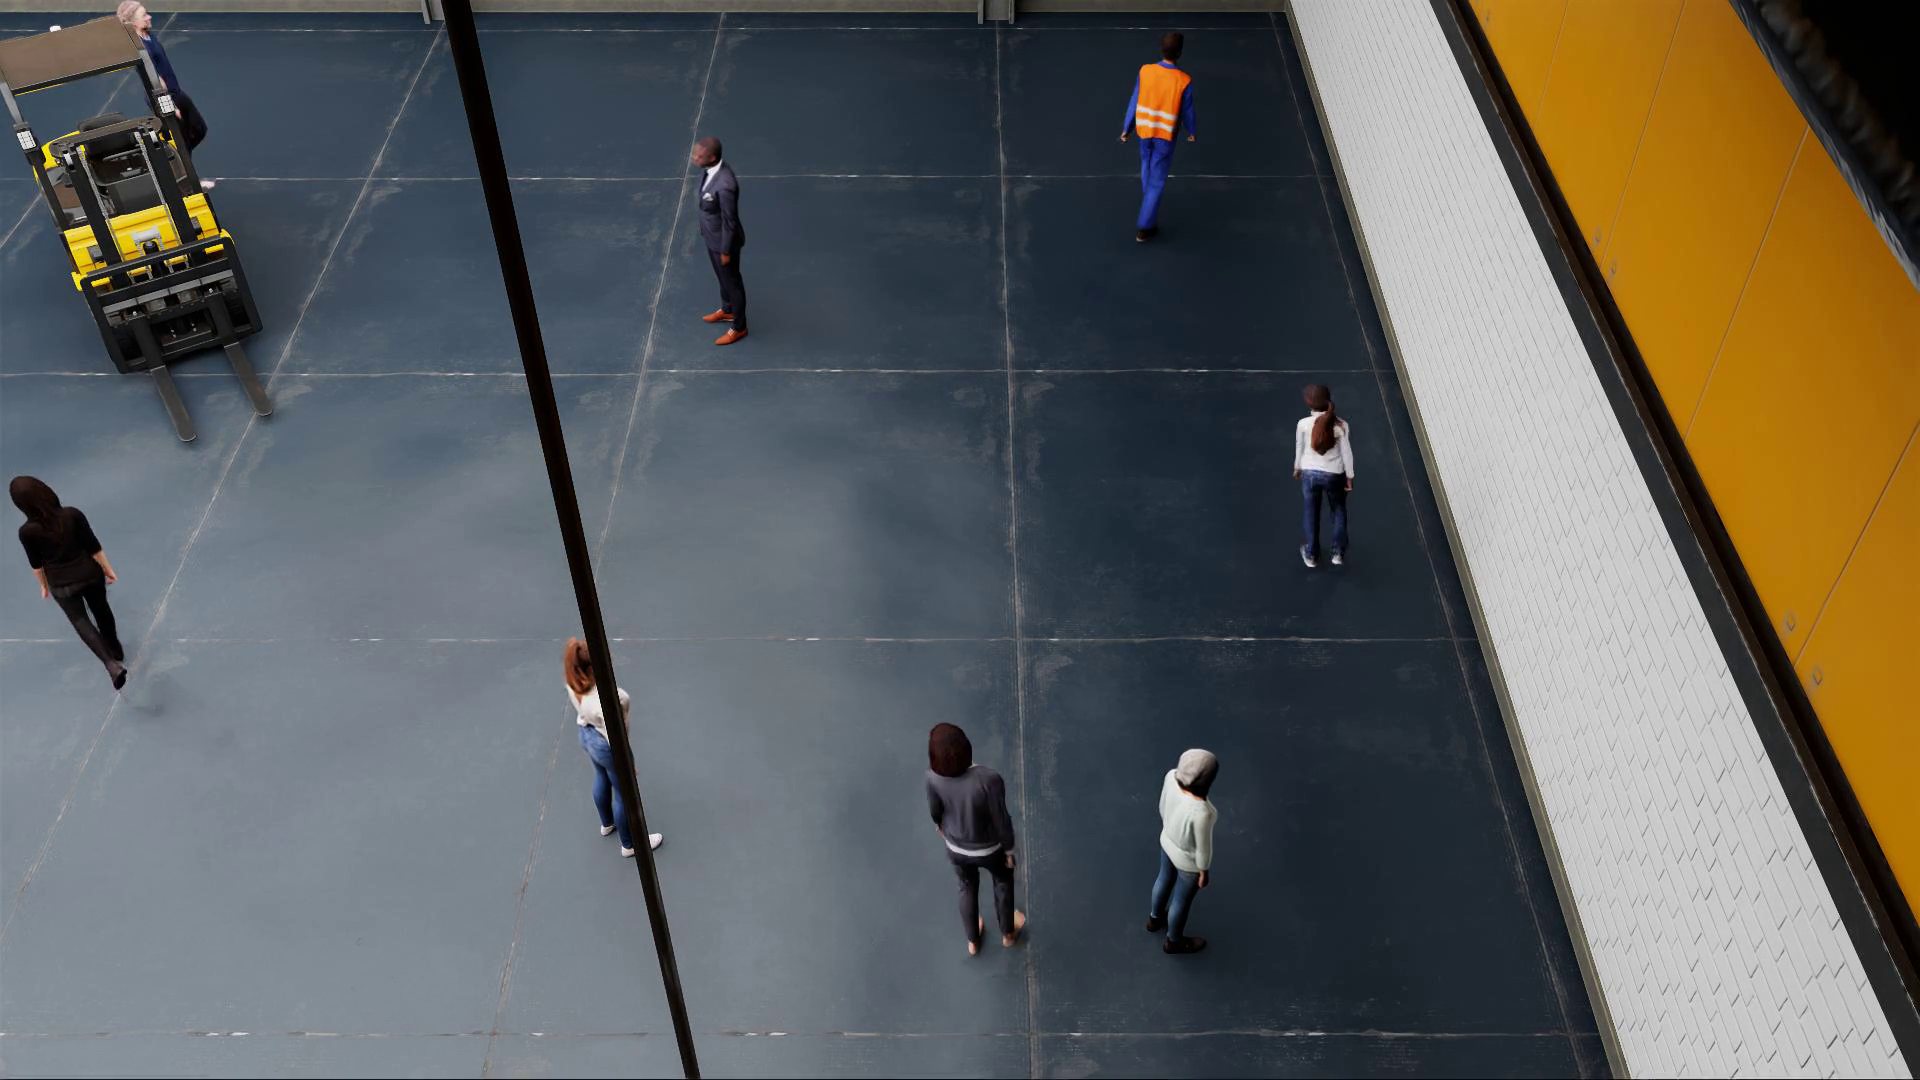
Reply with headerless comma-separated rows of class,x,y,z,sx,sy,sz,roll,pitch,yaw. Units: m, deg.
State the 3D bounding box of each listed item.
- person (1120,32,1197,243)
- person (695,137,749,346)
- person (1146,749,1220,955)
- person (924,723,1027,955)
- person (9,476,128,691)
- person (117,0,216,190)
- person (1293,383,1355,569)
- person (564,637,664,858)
person,1.678,-3.466,14.465,1.133,1.828,1.104,20,47,20
person,-1.917,-2.442,13.392,0.743,1.826,0.772,-15,46,-15
person,1.241,1.698,9.178,0.620,1.644,0.640,-18,46,-18
person,0.090,1.694,9.124,0.606,1.725,0.837,19,47,19
person,-5.637,0.292,10.674,0.930,1.616,0.954,-30,51,-28
person,-7.228,-3.948,14.951,0.778,1.856,0.740,-9,44,-10
person,2.507,-0.421,11.492,0.566,1.519,0.751,16,46,17
person,-2.054,1.187,9.653,0.724,1.728,0.681,-31,52,-28
